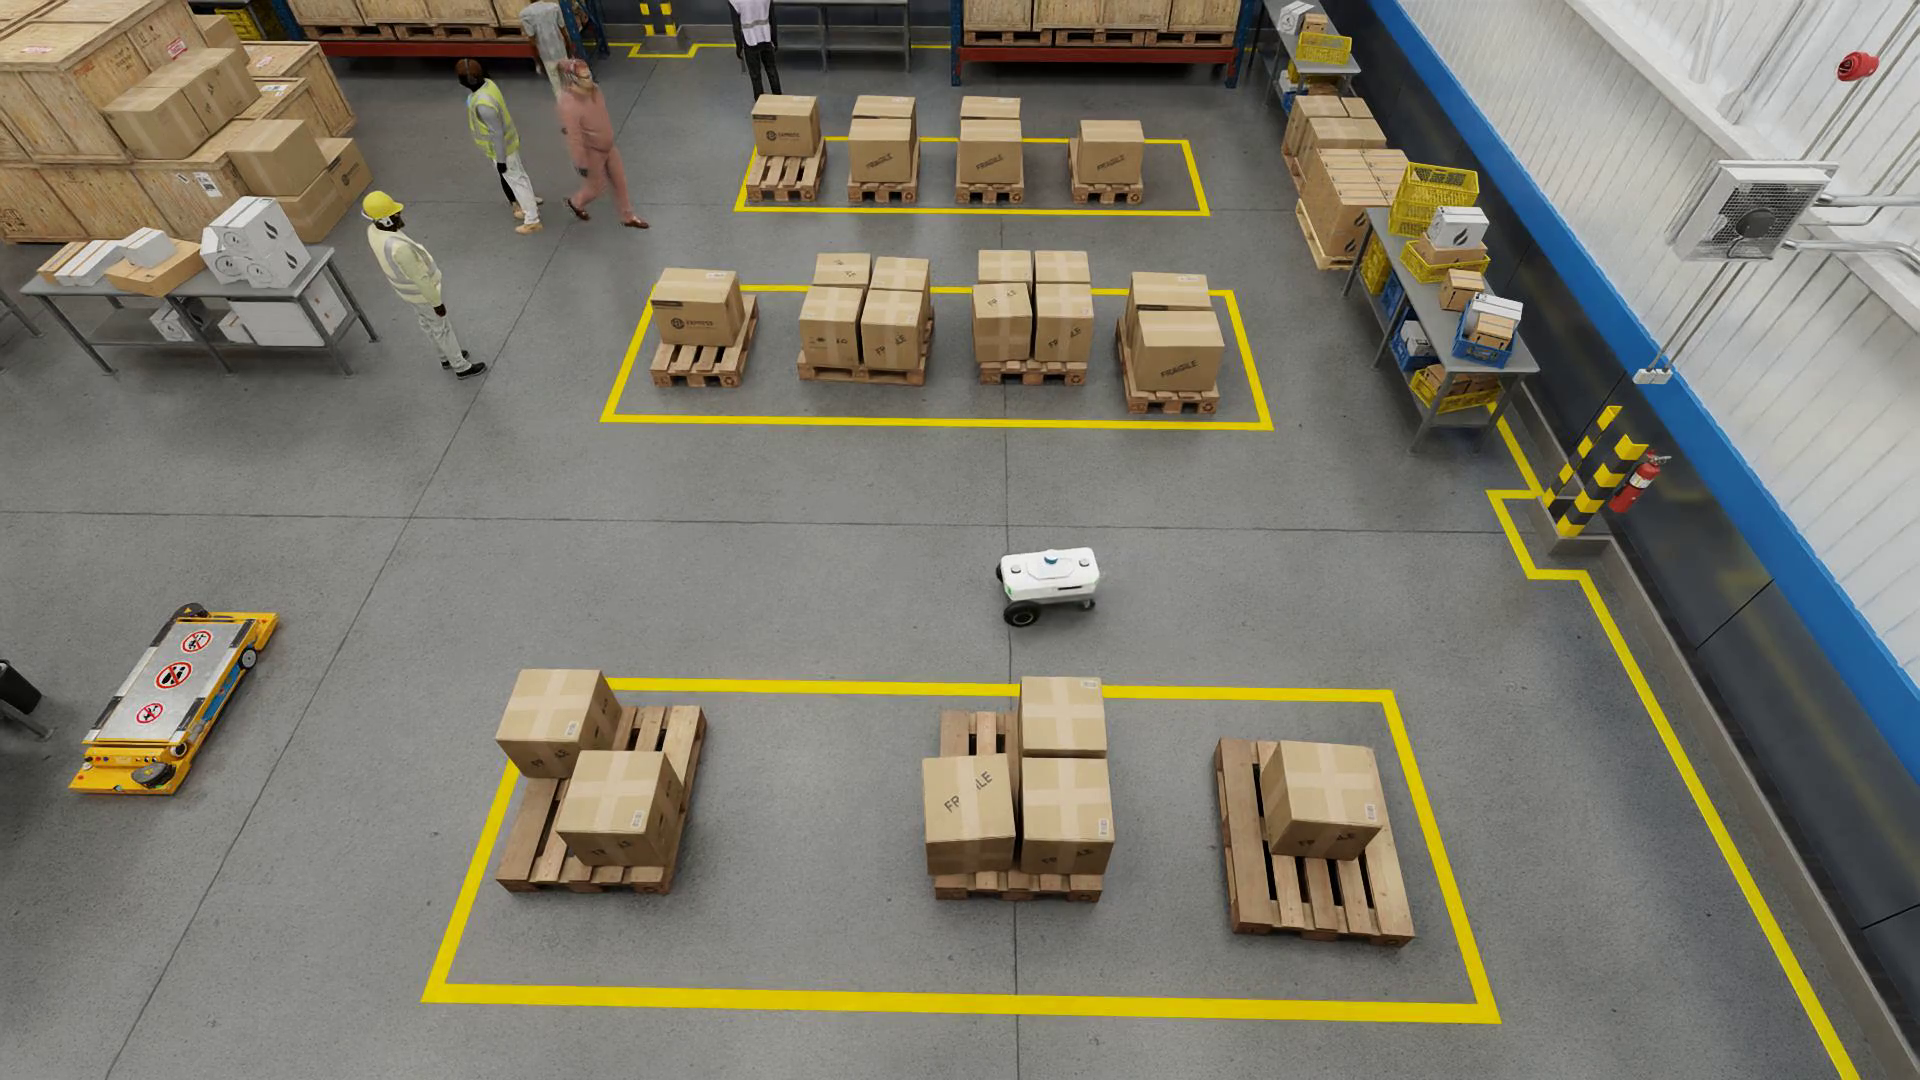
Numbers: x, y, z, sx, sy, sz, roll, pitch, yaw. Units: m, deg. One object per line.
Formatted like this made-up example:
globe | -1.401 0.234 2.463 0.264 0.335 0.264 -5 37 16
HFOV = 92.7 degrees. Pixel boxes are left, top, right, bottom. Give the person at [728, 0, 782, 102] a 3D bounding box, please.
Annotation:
person | -2.577 -6.345 11.645 0.596 1.921 0.385 -26 55 -21

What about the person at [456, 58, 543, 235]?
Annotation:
person | -4.976 -4.240 9.915 0.429 1.845 0.621 -13 51 -11

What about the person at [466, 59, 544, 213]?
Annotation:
person | -5.104 -4.460 10.197 0.319 1.693 0.533 7 50 6

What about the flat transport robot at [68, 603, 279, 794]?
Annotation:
flat transport robot | -5.504 1.072 6.442 0.652 0.197 1.431 1 50 1

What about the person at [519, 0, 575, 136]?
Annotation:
person | -5.035 -5.978 11.365 0.510 1.877 0.329 -31 56 -24

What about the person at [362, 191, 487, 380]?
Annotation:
person | -4.849 -2.269 8.252 0.603 1.830 0.404 33 57 25

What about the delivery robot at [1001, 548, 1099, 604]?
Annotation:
delivery robot | 0.672 0.260 6.883 0.707 0.478 0.477 -5 50 -5

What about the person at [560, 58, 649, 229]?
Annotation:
person | -3.999 -4.235 9.892 0.749 1.876 0.663 12 51 10
